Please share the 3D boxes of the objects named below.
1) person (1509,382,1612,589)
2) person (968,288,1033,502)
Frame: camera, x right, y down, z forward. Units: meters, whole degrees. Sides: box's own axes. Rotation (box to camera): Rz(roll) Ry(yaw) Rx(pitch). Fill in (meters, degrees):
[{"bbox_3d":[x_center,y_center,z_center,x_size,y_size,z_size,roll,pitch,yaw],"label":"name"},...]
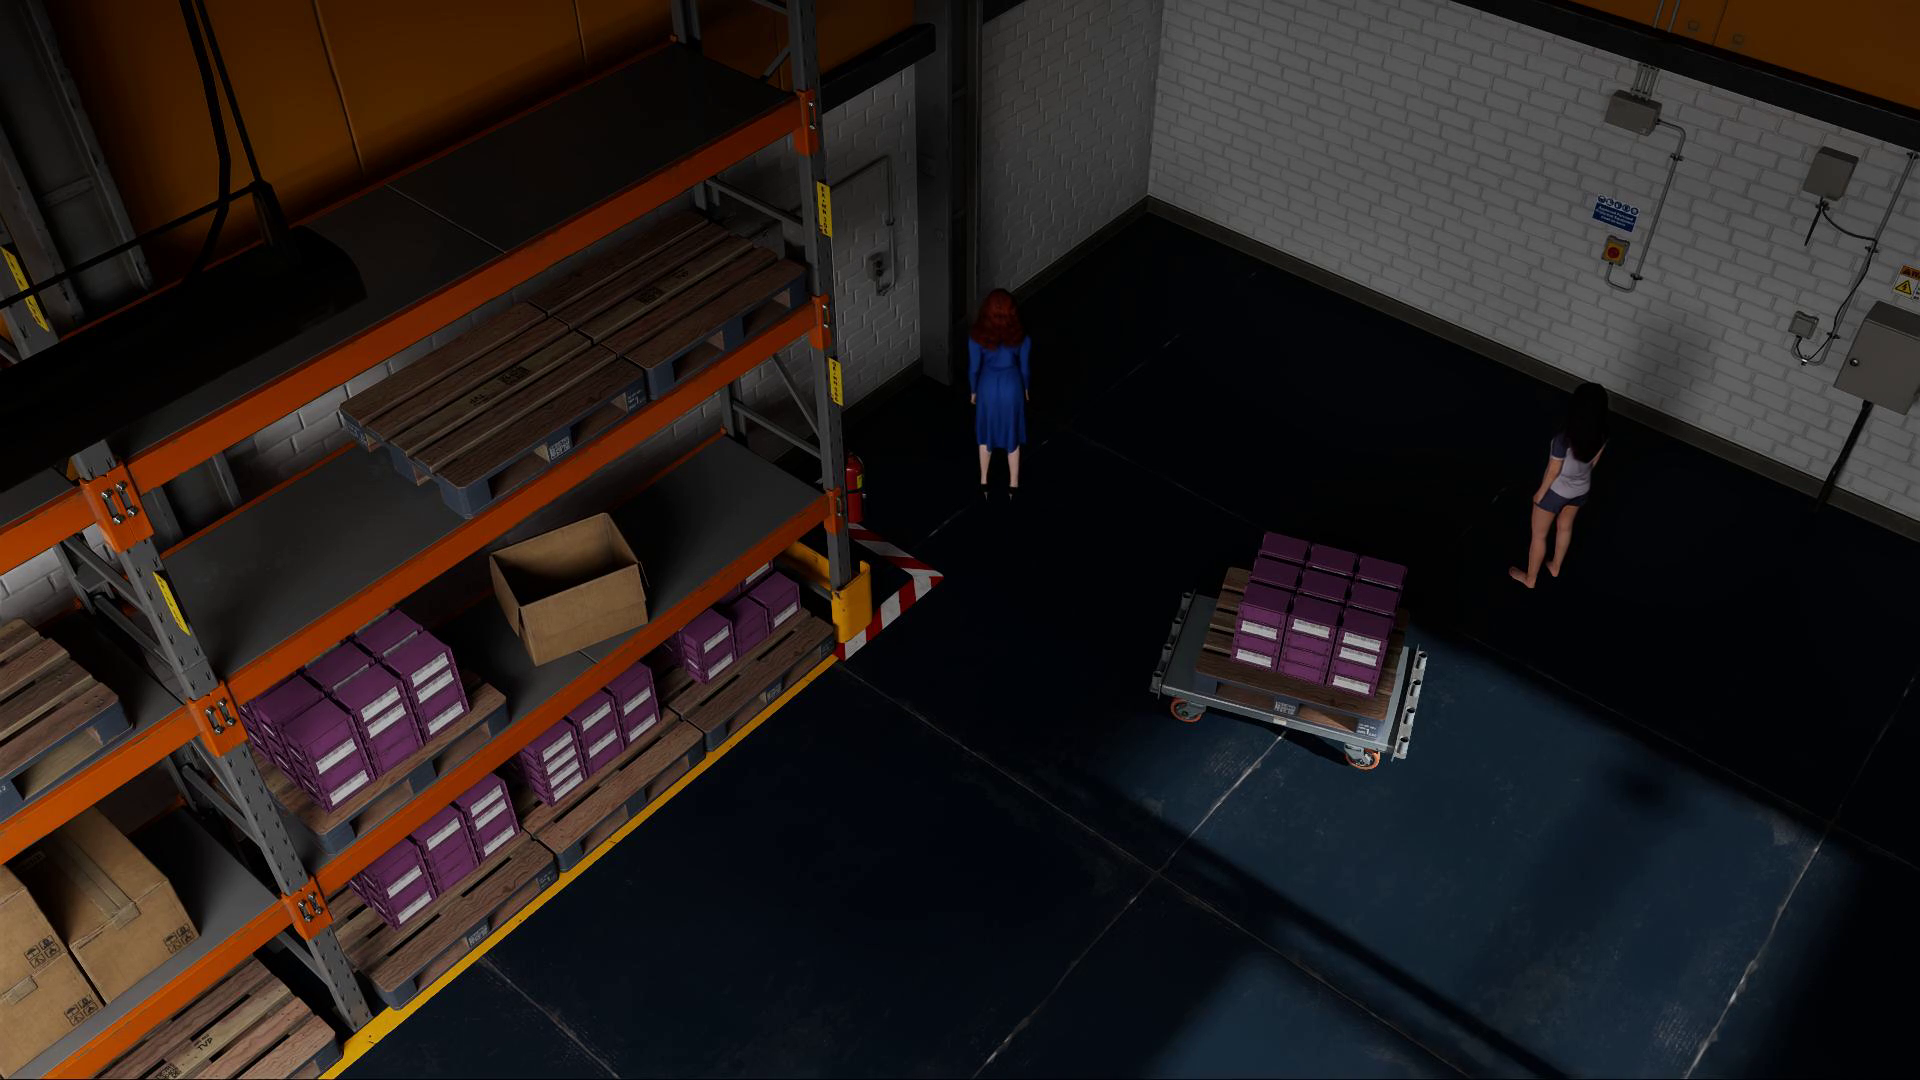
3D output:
[{"bbox_3d":[4.113,-0.370,11.342,0.594,1.706,0.727,-18,47,-18],"label":"person"},{"bbox_3d":[0.282,-1.013,11.927,0.698,1.830,0.735,3,44,4],"label":"person"}]
